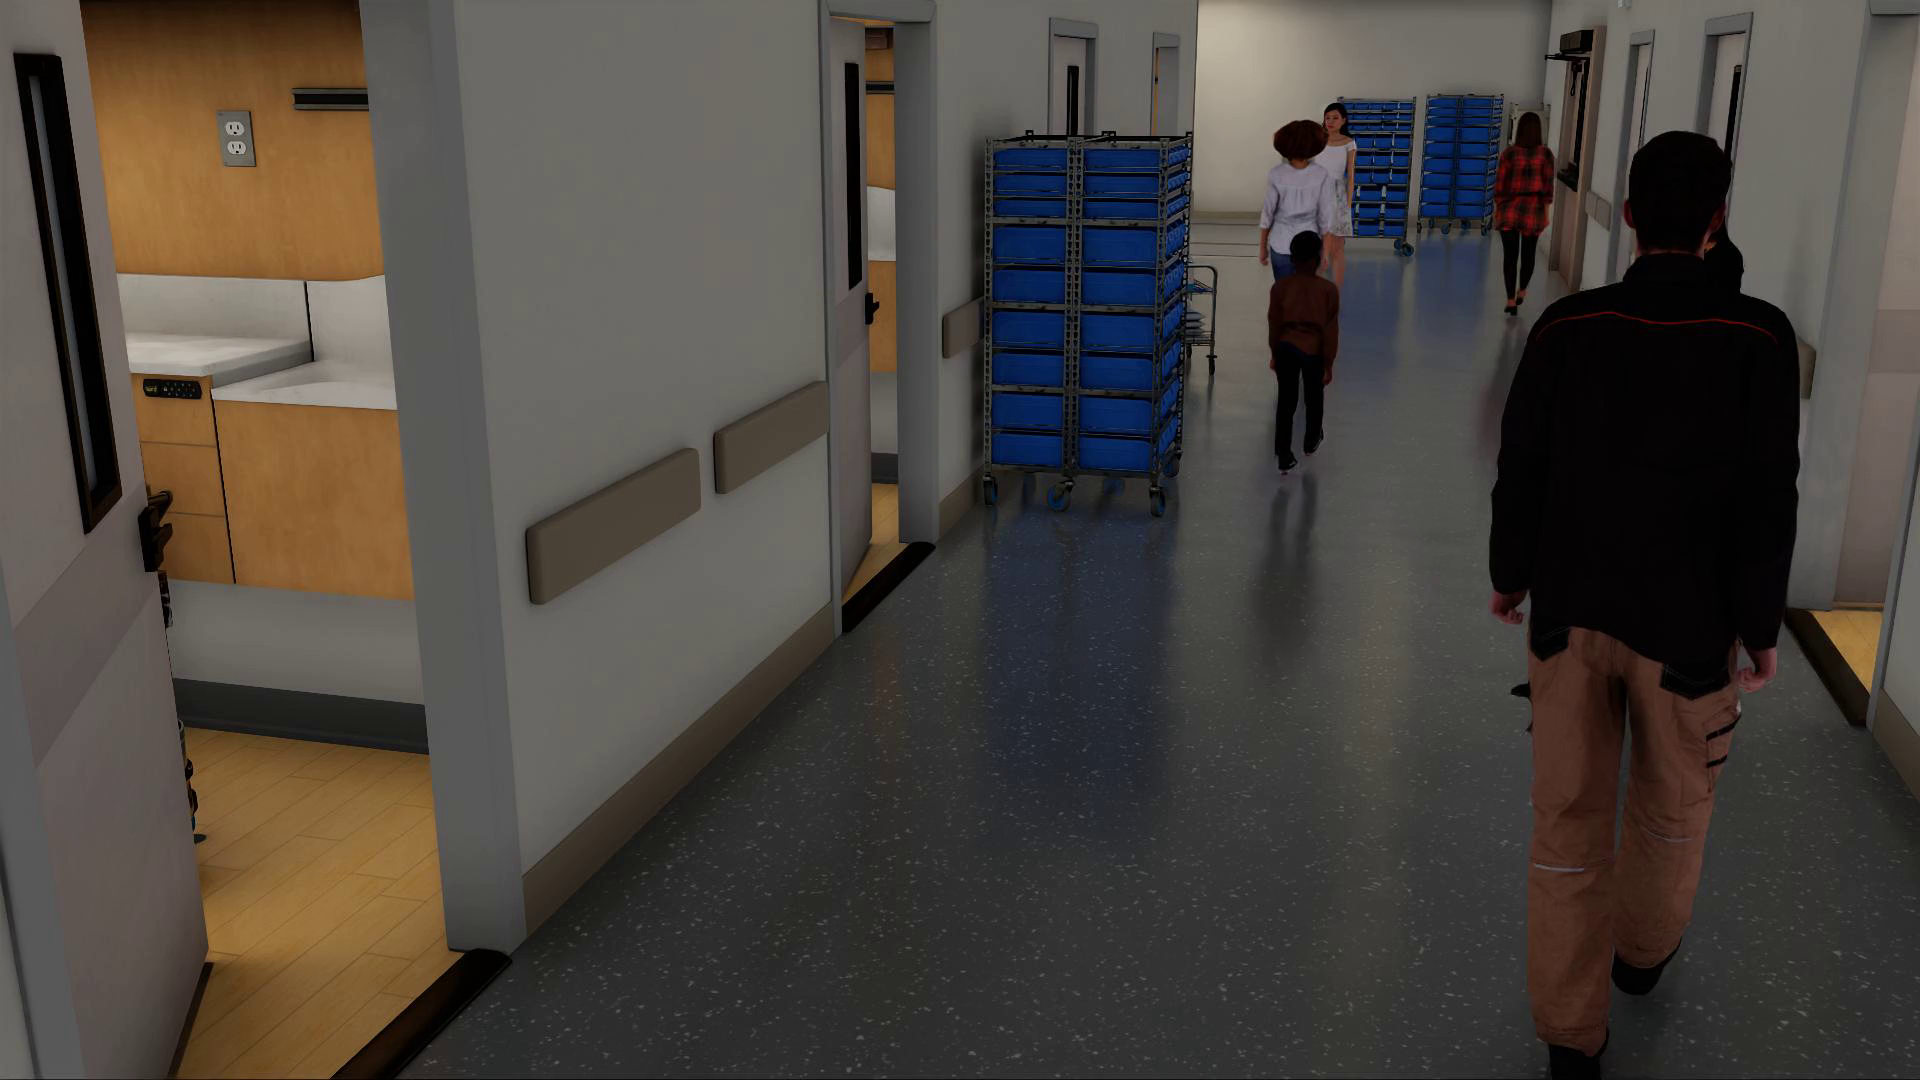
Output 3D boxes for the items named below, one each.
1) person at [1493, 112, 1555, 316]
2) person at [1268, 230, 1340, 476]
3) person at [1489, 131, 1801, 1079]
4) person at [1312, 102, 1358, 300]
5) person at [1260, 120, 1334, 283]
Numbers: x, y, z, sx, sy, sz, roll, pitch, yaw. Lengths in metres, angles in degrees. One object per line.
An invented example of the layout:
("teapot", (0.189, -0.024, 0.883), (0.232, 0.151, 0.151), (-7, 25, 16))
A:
("person", (4.753, -2.735, 14.088), (0.641, 1.671, 0.981), (4, 16, 13))
("person", (1.723, -0.931, 8.515), (0.614, 1.221, 0.902), (7, 17, 23))
("person", (1.298, 0.200, 3.251), (0.841, 1.902, 1.070), (7, 17, 25))
("person", (3.153, -2.820, 14.201), (0.737, 1.773, 0.746), (11, 19, 34))
("person", (2.360, -2.059, 11.693), (0.754, 1.669, 1.154), (2, 16, 9))
